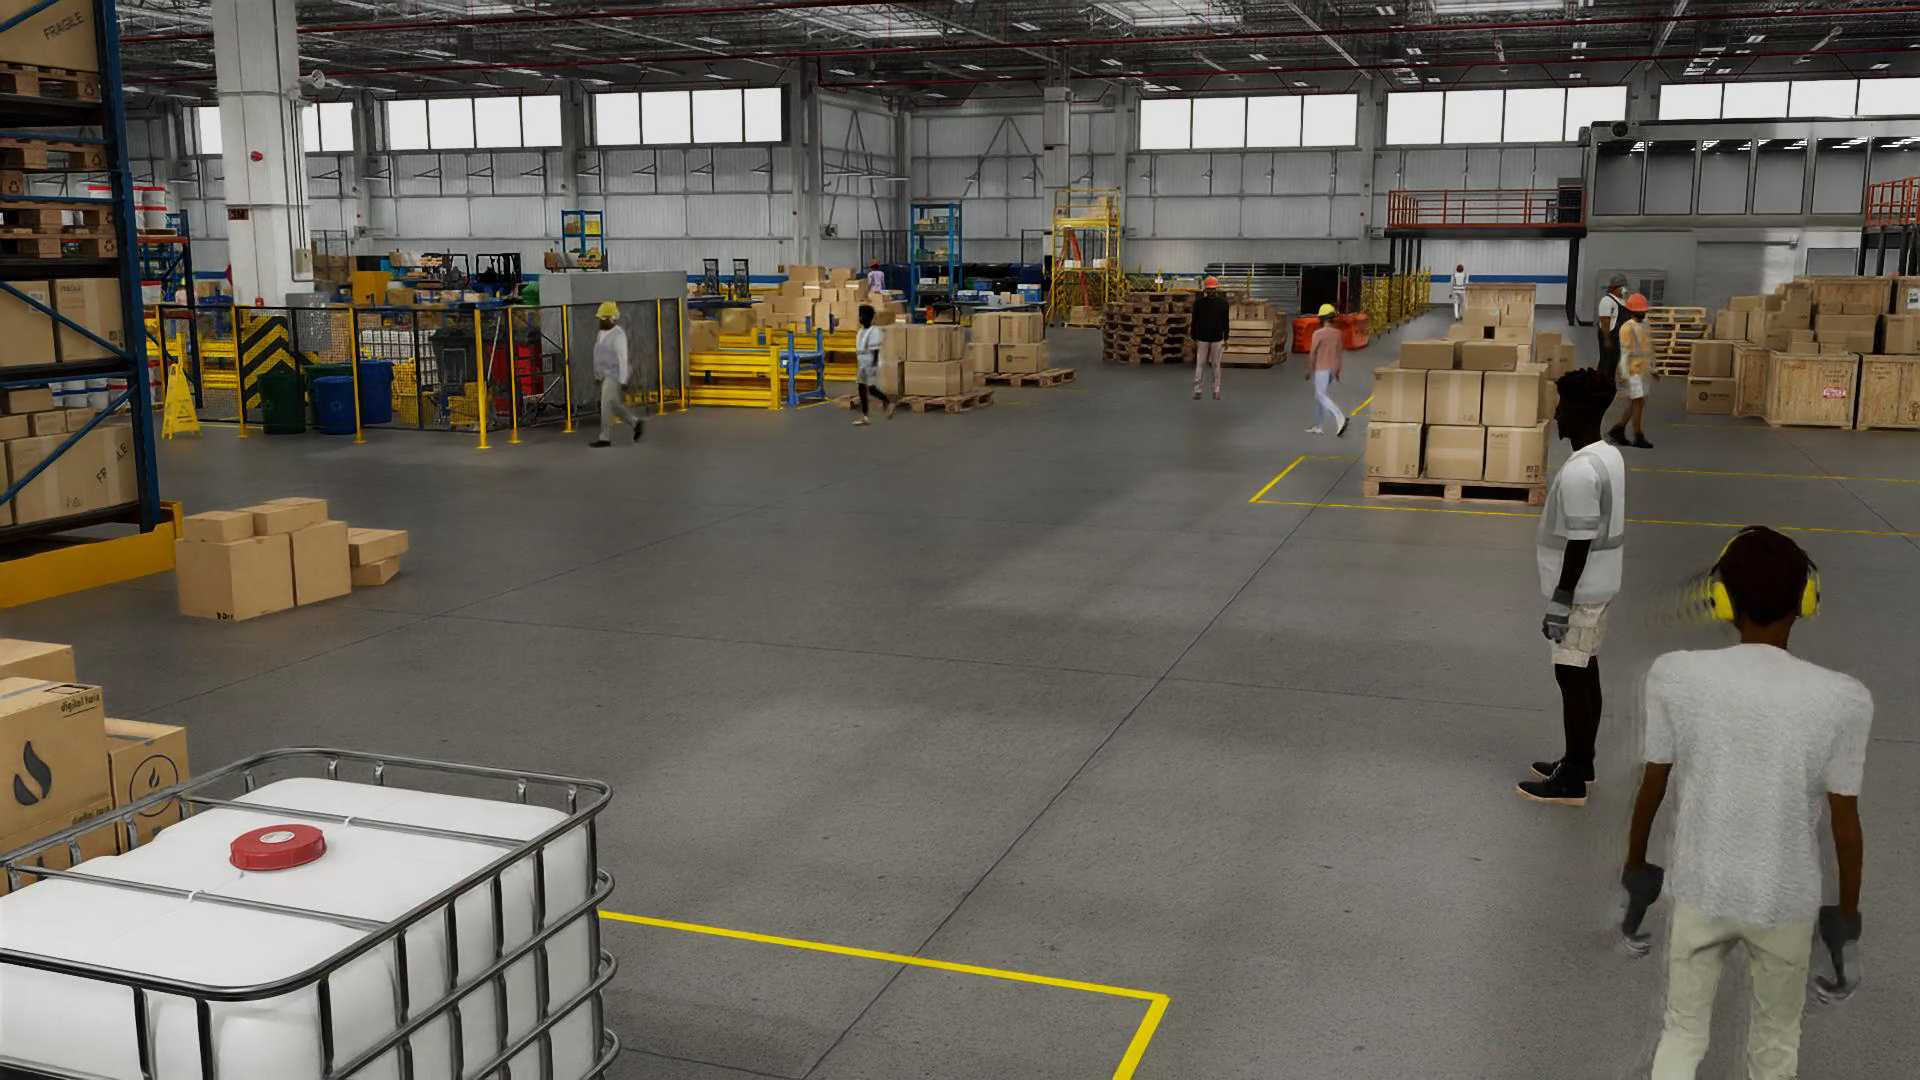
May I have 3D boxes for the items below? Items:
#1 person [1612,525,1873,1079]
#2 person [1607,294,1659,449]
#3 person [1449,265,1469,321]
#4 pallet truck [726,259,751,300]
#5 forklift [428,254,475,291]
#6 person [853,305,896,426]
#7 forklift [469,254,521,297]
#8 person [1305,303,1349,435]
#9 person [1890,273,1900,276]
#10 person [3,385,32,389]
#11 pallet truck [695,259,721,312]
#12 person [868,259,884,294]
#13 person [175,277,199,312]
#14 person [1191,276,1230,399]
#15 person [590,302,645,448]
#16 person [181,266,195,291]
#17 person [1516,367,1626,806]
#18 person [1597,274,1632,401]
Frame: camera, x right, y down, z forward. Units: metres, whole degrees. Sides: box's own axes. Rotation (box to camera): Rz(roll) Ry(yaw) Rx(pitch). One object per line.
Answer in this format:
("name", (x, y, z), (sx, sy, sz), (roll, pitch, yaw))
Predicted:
("person", (1.846, 0.894, 3.969), (0.582, 1.843, 0.681), (7, 12, 33))
("person", (8.360, -2.086, 20.569), (0.649, 1.904, 0.593), (-9, 13, -40))
("person", (16.423, -8.126, 54.761), (0.597, 1.831, 1.018), (3, 11, 17))
("pallet truck", (-7.986, -9.493, 62.019), (0.823, 1.965, 1.885), (3, 11, 17))
("forklift", (-20.133, -10.254, 65.465), (1.157, 1.987, 2.680), (3, 11, 19))
("person", (-1.211, -2.421, 23.065), (0.524, 1.686, 0.536), (-8, 13, -36))
("forklift", (-17.990, -10.121, 64.684), (1.157, 1.987, 2.680), (3, 11, 17))
("person", (4.847, -2.232, 21.834), (0.520, 1.744, 0.737), (-8, 13, -37))
("person", (19.556, -4.680, 35.154), (0.580, 1.911, 0.609), (0, 10, 1))
("person", (-11.608, -1.971, 20.493), (0.322, 1.699, 0.536), (-2, 10, -9))
("pallet truck", (-9.165, -9.627, 62.776), (0.823, 1.965, 1.885), (4, 11, 23))
("person", (-2.645, -7.731, 51.966), (0.606, 2.046, 0.369), (-8, 13, -37))
("person", (-18.165, -5.306, 39.121), (0.542, 1.750, 0.407), (-2, 10, -11))
("person", (4.055, -3.267, 26.964), (0.623, 1.992, 0.396), (1, 10, 4))
("person", (-4.286, -2.058, 20.685), (0.744, 1.808, 0.597), (-7, 12, -33))
("person", (-26.030, -8.376, 56.278), (0.711, 1.807, 0.597), (-7, 12, -33))
("person", (2.768, 0.208, 7.478), (0.367, 1.966, 0.606), (6, 12, 30))
("person", (10.560, -3.256, 26.773), (0.536, 2.000, 0.673), (9, 13, 40))
